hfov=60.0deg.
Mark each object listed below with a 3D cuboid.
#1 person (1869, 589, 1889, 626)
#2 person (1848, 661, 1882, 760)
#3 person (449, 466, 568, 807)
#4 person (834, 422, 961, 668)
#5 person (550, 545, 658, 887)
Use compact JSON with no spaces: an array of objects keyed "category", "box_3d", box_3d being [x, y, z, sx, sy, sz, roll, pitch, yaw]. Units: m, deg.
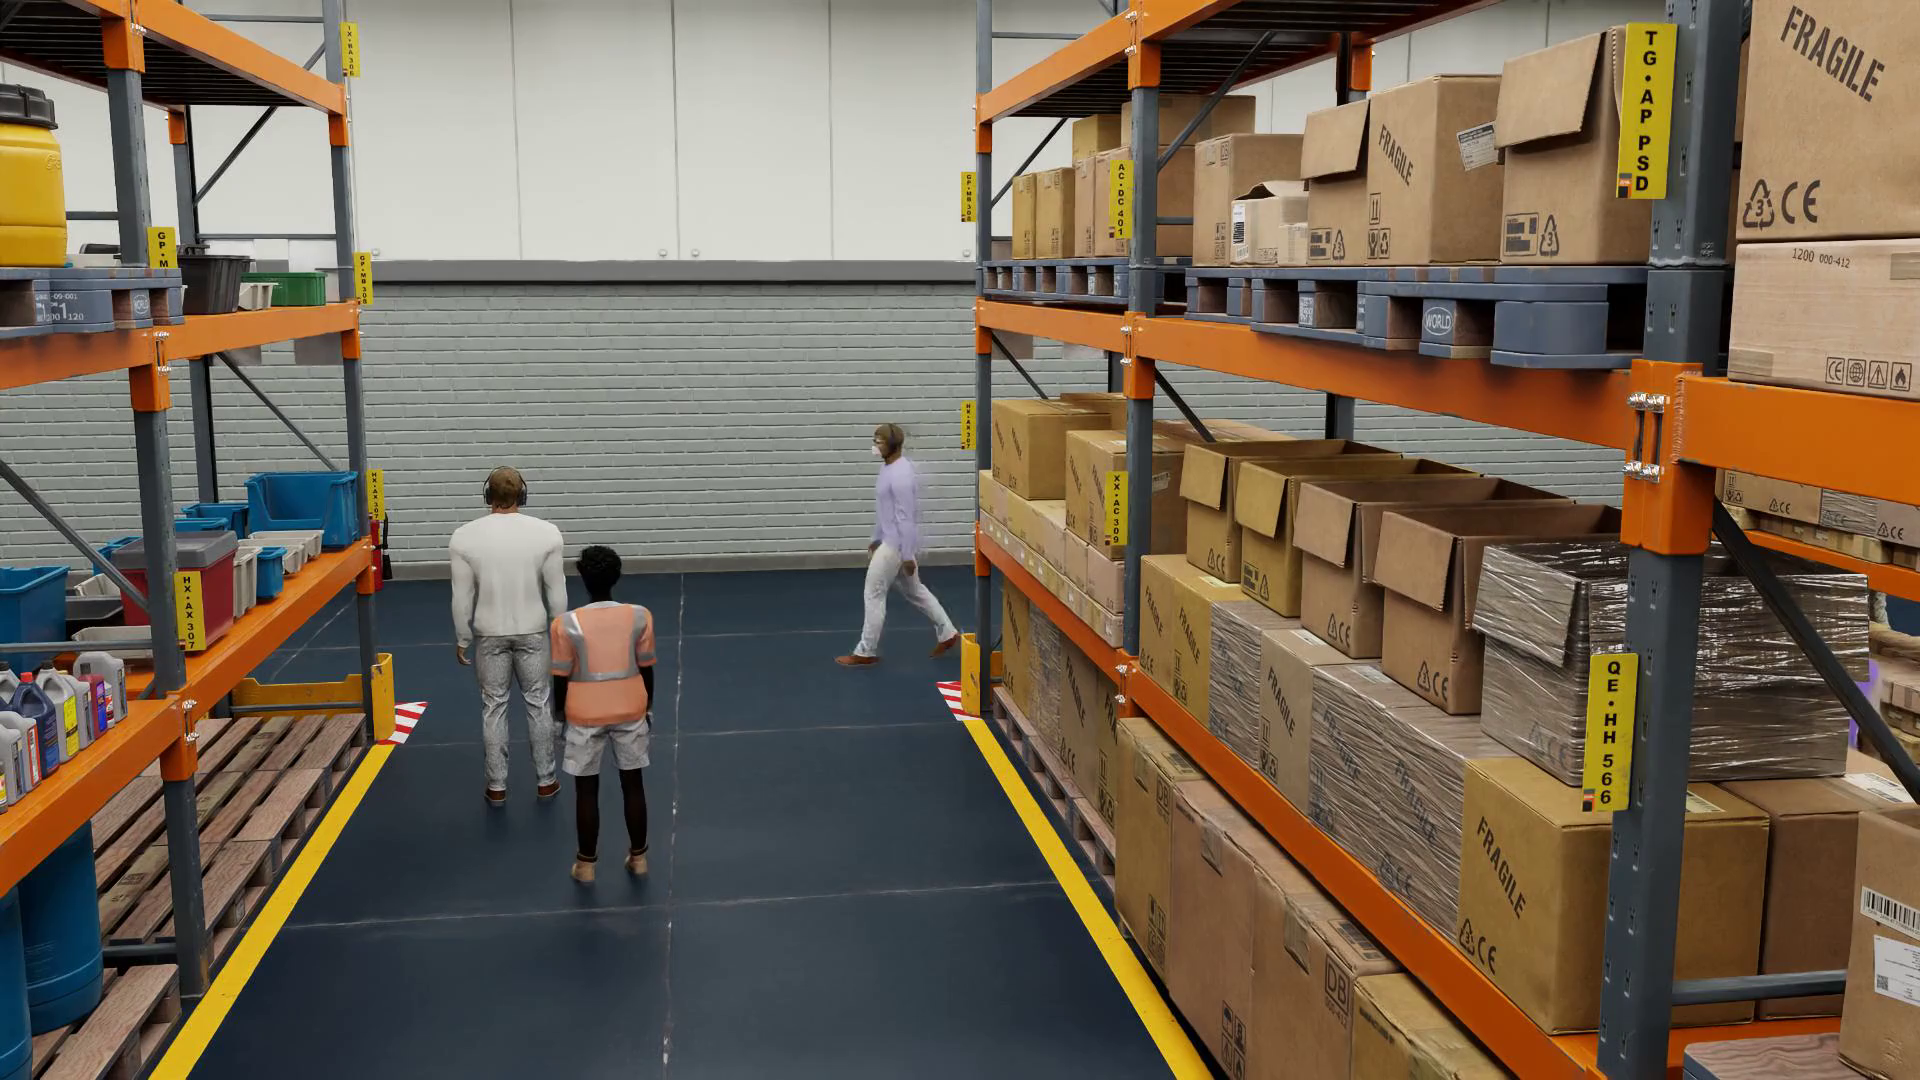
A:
[{"category":"person","box_3d":[6.522,0.177,11.973,0.516,1.860,0.321,-2,10,-15]},{"category":"person","box_3d":[3.461,1.068,6.876,0.579,1.738,1.132,2,9,12]},{"category":"person","box_3d":[-2.549,0.545,9.449,0.634,1.938,0.355,-3,10,-15]},{"category":"person","box_3d":[-0.434,0.033,12.768,1.000,1.901,0.641,-1,9,-5]},{"category":"person","box_3d":[-1.748,0.866,8.220,0.535,1.693,0.319,-5,10,-26]}]
